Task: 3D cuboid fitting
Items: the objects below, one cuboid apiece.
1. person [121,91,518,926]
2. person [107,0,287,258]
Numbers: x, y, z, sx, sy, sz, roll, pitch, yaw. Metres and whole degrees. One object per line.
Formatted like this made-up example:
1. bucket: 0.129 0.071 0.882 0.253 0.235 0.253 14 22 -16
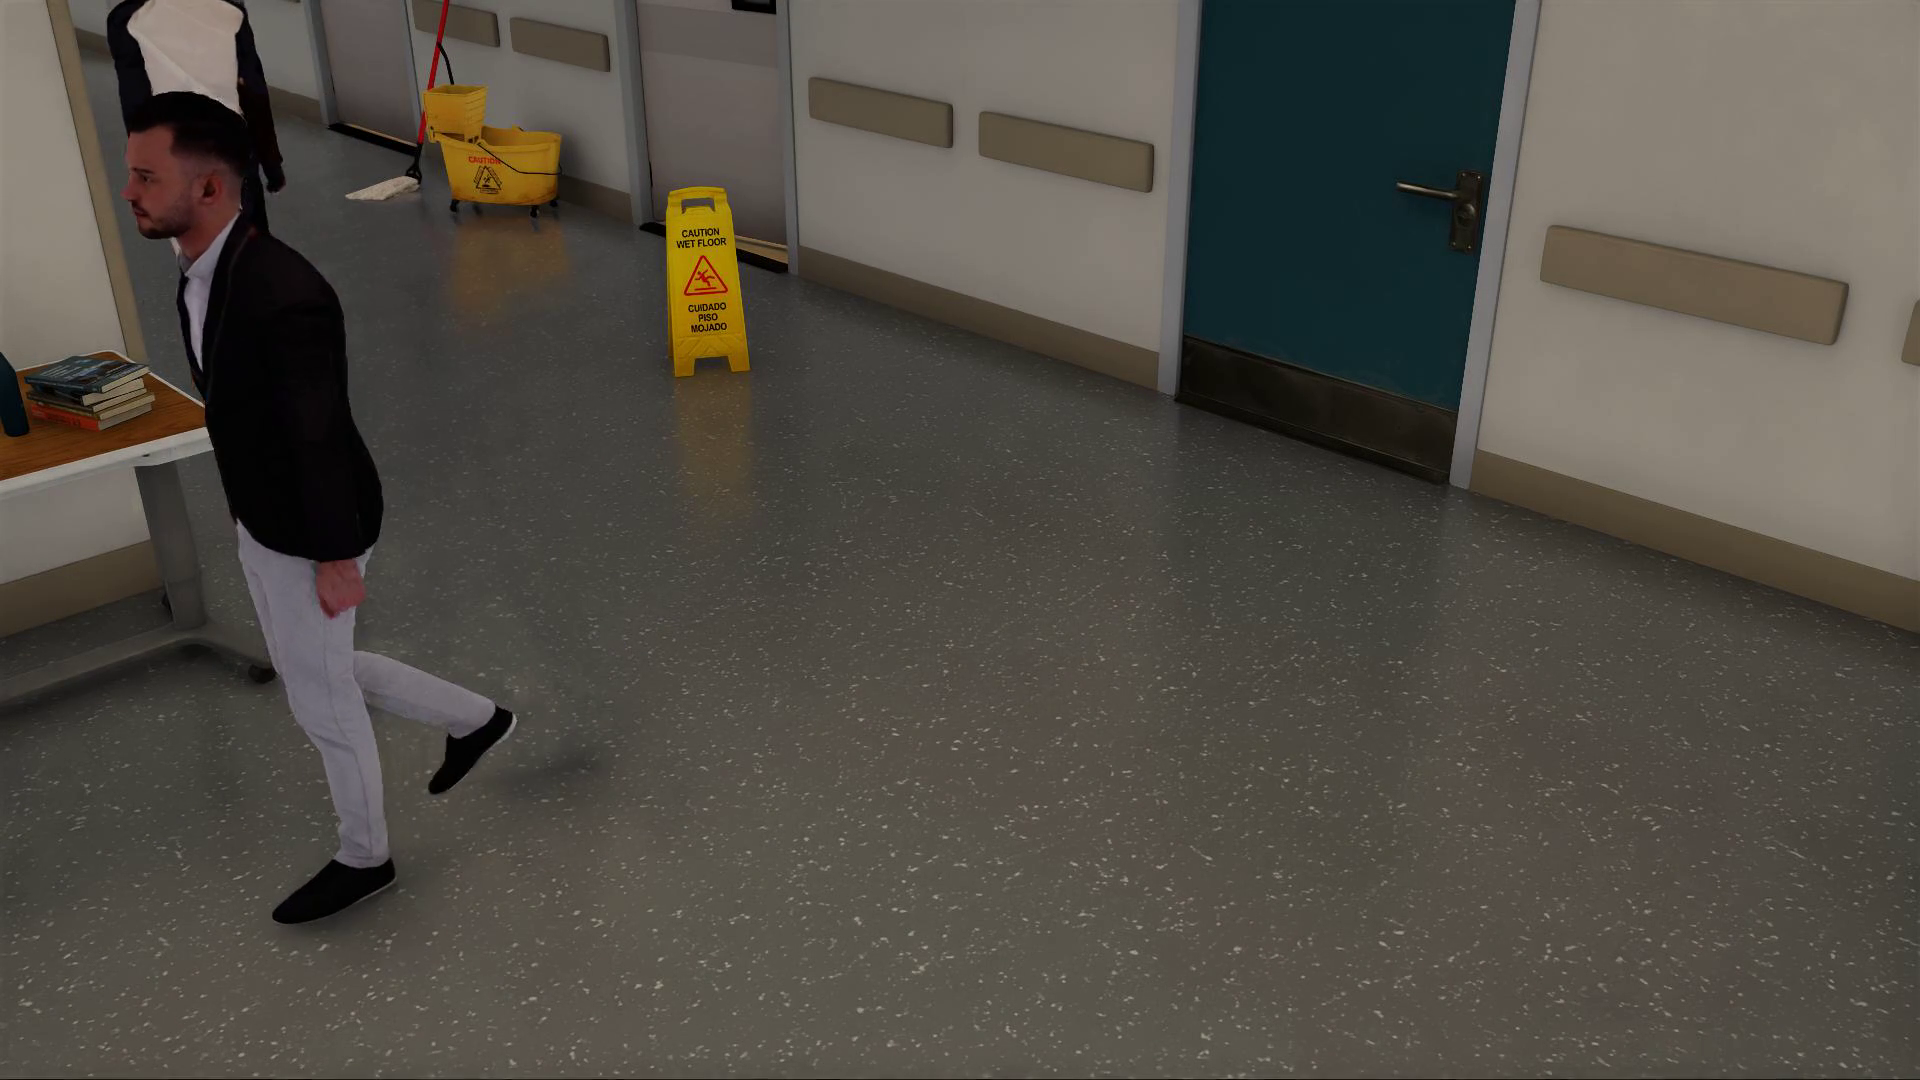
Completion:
1. person: -1.302 -0.050 3.560 0.787 1.824 0.856 -20 32 -35
2. person: -2.791 -1.360 6.224 0.809 1.870 1.158 -17 31 -32
